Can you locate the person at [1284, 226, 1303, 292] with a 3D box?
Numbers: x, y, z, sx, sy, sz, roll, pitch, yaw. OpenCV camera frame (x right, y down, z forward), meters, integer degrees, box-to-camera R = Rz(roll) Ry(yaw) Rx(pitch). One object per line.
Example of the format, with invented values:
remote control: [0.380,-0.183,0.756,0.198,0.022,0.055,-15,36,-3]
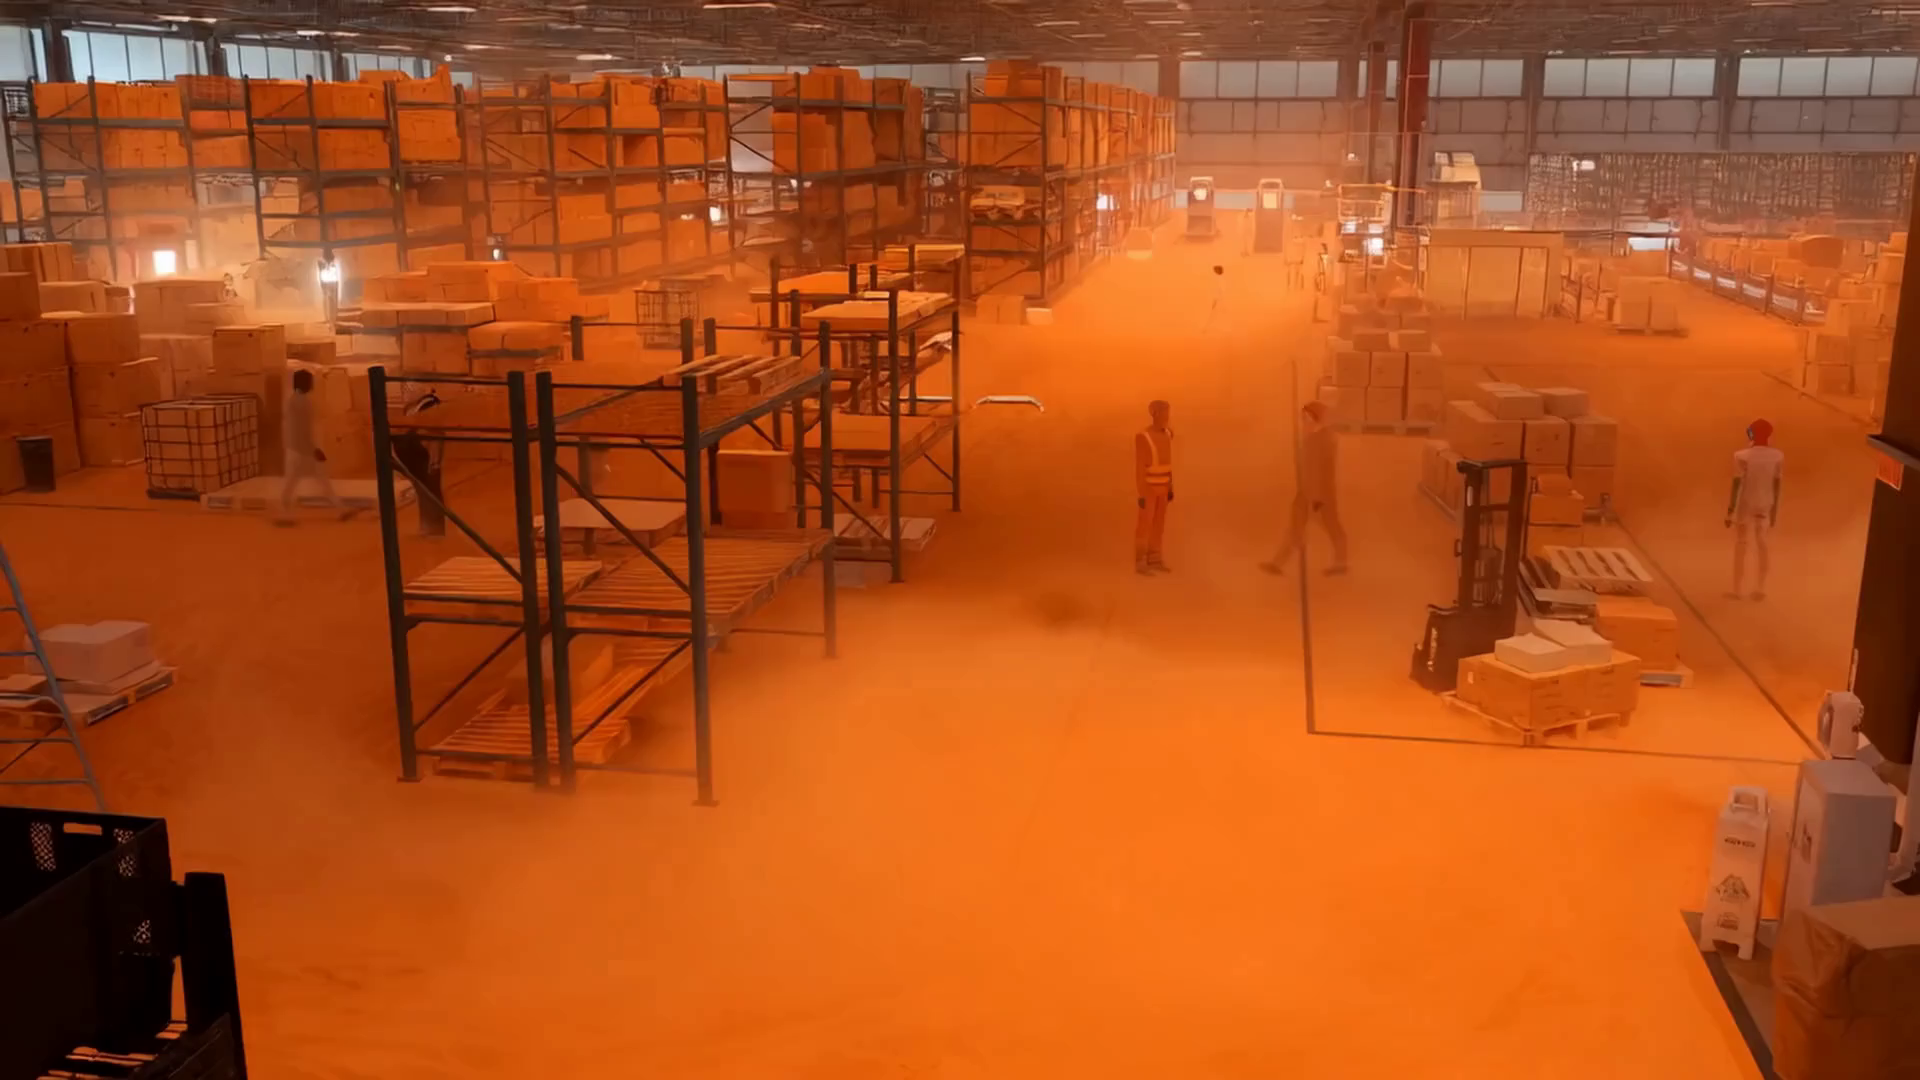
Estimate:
person: [9.742,-8.224,48.588,0.551,1.911,0.704,3,14,11]

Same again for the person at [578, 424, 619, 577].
person: [-3.582,-0.294,16.391,0.587,1.911,0.608,4,14,16]

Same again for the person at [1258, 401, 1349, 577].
person: [3.674,-0.512,17.342,1.030,1.878,0.652,-5,15,-18]

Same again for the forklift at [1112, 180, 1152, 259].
forklift: [6.082,-11.722,60.796,1.873,2.768,1.129,2,14,9]

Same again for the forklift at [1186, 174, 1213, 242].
forklift: [10.169,-14.051,70.250,1.129,2.768,1.873,2,14,10]

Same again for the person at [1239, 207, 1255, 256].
person: [10.799,-11.641,62.664,0.598,1.811,0.609,1,14,4]

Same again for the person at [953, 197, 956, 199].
person: [-0.086,-18.986,92.377,0.557,1.859,0.989,7,16,28]

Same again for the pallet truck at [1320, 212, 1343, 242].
pallet truck: [15.874,-13.227,70.310,0.680,1.201,1.601,10,17,35]

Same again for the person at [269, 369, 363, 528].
person: [-7.719,-1.074,19.645,1.072,1.871,0.654,-2,14,-9]

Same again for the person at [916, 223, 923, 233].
person: [-1.573,-11.032,60.133,0.622,1.845,0.430,6,15,24]

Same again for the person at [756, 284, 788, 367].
person: [-3.381,-3.673,30.058,0.634,1.936,0.351,7,16,27]

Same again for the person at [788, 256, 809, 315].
person: [-3.856,-5.971,39.873,0.536,1.699,0.322,-6,15,-22]

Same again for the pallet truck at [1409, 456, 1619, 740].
pallet truck: [4.504,0.400,13.395,0.823,1.965,1.885,-6,15,-23]

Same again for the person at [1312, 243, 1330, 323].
person: [8.816,-6.284,40.659,0.359,1.938,0.547,3,14,12]

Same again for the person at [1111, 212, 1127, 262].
person: [5.690,-10.824,59.465,0.709,1.741,0.541,-1,14,-2]

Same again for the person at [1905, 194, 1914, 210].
person: [45.170,-15.699,79.067,0.394,1.846,0.564,3,14,13]

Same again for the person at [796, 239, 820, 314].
person: [-3.757,-6.402,41.023,0.623,1.990,0.388,-4,14,-17]

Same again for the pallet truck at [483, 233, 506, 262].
pallet truck: [-11.832,-7.026,43.548,1.885,1.965,0.823,8,16,28]

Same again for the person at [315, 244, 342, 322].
person: [-15.511,-6.330,40.907,0.587,1.911,0.397,-8,16,-29]

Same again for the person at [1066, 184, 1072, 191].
person: [5.777,-18.428,90.211,0.621,1.816,0.426,2,14,8]

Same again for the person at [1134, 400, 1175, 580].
person: [2.045,-0.534,17.421,0.355,1.884,0.575,12,18,40]

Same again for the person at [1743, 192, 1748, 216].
person: [37.801,-15.988,80.375,0.932,1.798,0.593,1,14,6]

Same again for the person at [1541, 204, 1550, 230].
person: [23.234,-12.413,65.916,0.448,1.757,0.539,-1,14,-3]

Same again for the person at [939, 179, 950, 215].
person: [-0.805,-19.152,92.901,0.753,1.965,0.380,5,15,20]

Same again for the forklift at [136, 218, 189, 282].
forklift: [-16.575,-5.322,34.809,1.129,2.768,1.873,3,14,10]

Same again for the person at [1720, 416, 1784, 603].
person: [7.855,-0.300,16.498,0.517,1.874,0.327,1,14,3]

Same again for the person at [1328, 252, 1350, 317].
person: [9.600,-6.427,41.872,0.511,1.616,0.541,-10,17,-36]

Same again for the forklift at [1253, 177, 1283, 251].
forklift: [12.083,-12.747,64.956,1.129,2.768,1.873,3,14,10]

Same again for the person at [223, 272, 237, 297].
person: [-15.712,-4.949,35.857,0.310,1.636,0.522,-3,14,-14]

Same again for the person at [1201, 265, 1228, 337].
person: [5.844,-5.451,37.956,0.520,1.614,0.729,-11,18,-38]

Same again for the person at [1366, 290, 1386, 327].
person: [7.387,-3.503,29.542,0.423,1.854,0.553,-6,15,-22]

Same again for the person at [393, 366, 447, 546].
person: [-6.120,-0.950,18.789,0.535,2.000,0.685,-10,17,-35]
